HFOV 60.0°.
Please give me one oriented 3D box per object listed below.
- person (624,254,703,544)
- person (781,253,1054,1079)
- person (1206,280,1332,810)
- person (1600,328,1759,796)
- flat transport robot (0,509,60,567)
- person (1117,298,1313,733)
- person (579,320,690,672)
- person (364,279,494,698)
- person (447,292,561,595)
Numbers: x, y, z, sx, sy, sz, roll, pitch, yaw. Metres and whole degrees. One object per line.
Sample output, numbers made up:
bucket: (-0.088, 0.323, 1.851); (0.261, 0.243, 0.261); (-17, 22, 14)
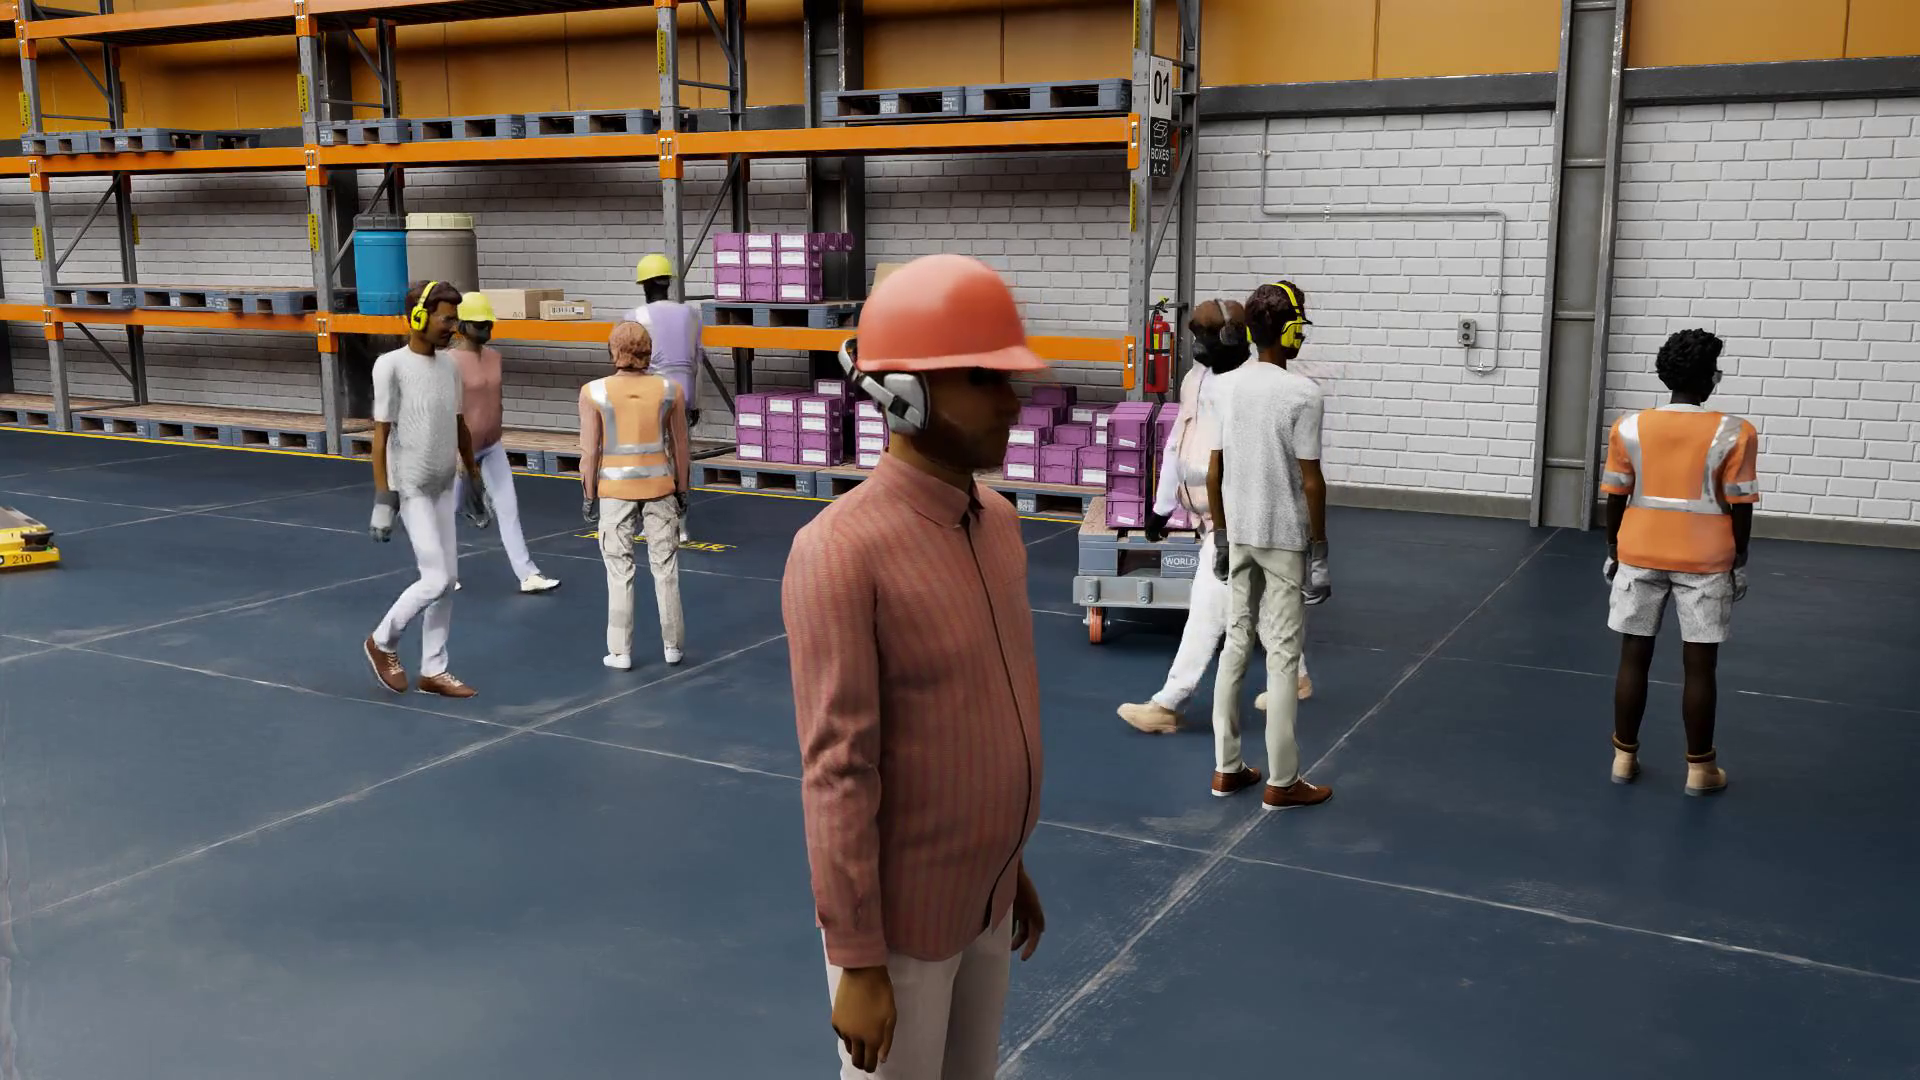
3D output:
person: (-1.954, -0.917, 10.970); (0.602, 1.907, 0.451); (-8, 13, -36)
person: (-0.042, 0.557, 2.640); (0.376, 1.997, 0.612); (5, 11, 25)
person: (1.104, 0.024, 5.911); (0.328, 1.872, 0.513); (-10, 14, -42)
person: (2.607, 0.081, 6.066); (0.534, 1.698, 0.322); (8, 13, 37)
flat transport robot: (-6.240, -0.018, 10.527); (0.652, 0.197, 1.431); (-9, 13, -40)
person: (1.123, -0.105, 6.914); (1.035, 1.784, 0.622); (-5, 11, -24)
person: (-1.513, -0.201, 7.777); (0.522, 1.638, 0.310); (-5, 11, -23)
person: (-2.342, -0.204, 7.234); (0.455, 1.846, 0.576); (4, 11, 20)
person: (-2.723, -0.533, 9.380); (0.927, 1.713, 0.547); (5, 12, 27)
